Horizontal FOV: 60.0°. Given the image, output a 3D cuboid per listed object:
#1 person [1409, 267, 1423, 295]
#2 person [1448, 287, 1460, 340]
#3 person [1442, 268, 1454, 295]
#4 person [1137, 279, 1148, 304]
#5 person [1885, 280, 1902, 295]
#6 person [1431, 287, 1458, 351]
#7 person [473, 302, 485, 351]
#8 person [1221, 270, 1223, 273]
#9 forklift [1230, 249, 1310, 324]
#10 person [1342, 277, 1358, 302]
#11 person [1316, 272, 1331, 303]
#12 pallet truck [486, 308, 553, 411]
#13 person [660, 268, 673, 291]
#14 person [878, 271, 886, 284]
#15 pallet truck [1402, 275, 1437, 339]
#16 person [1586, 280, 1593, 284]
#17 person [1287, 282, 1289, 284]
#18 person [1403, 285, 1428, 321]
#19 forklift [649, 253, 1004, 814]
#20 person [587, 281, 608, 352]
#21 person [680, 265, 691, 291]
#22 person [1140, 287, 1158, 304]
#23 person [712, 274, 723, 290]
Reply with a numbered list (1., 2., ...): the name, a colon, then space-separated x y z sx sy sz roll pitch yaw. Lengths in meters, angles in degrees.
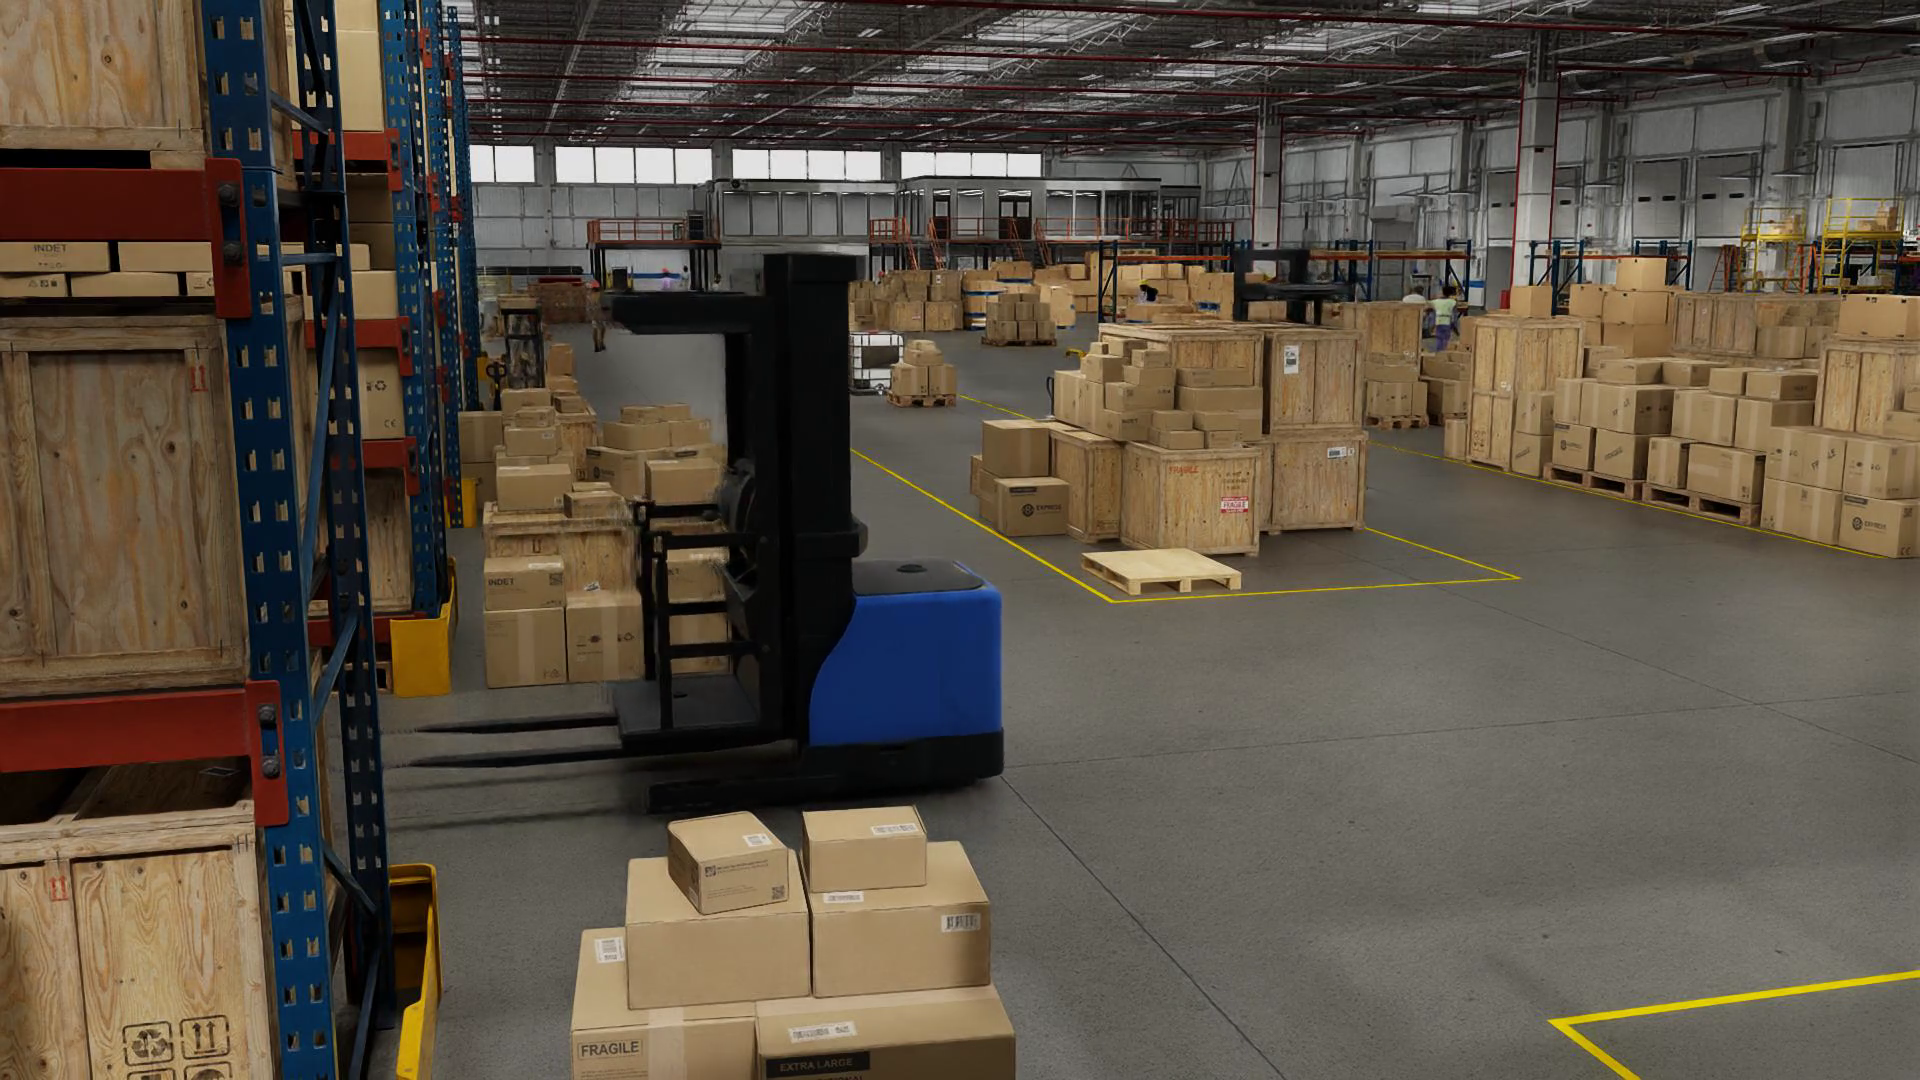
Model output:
1. person: 21.095 -11.641 76.870 0.631 1.907 0.811 0 10 2
2. person: 15.098 -6.970 51.149 0.873 1.639 0.524 -6 12 -32
3. person: 21.392 -10.960 72.941 0.553 1.938 0.447 8 13 37
4. person: 5.345 -6.632 48.419 0.370 1.929 0.585 -7 12 -34
5. person: 26.673 -6.474 47.503 0.551 1.935 0.375 -3 10 -16
6. person: 11.959 -5.290 40.973 0.603 1.878 0.956 5 11 27
7. person: -11.854 -5.202 40.700 0.545 1.816 0.974 1 10 5
8. person: 11.291 -10.653 71.329 0.947 1.877 0.599 -2 10 -13
9. forklift: 3.800 -2.203 20.645 1.129 2.768 1.873 -3 10 -15
10. person: 13.975 -8.549 59.633 0.632 1.805 0.927 -2 10 -11
11. person: 13.579 -9.061 62.200 0.642 1.919 0.445 5 11 26
12. pallet truck: -6.242 -2.418 24.362 0.823 1.965 1.885 1 10 3
13. person: -11.233 -9.363 63.608 0.456 2.027 0.609 9 13 42
14. person: -2.765 -8.656 59.694 0.375 1.996 0.611 7 12 35
15. pallet truck: 14.620 -7.324 52.145 0.823 1.965 1.885 8 13 40
16. person: 19.079 -6.982 50.643 0.517 1.842 0.325 -4 11 -24
17. person: 10.832 -7.634 54.725 0.495 1.710 0.859 3 11 18
18. person: 11.515 -5.522 42.285 0.705 1.879 0.794 2 10 14
19. forklift: -0.781 -0.118 8.840 1.873 2.768 1.129 -3 10 -15
20. person: -9.896 -6.110 45.490 0.569 1.910 0.727 0 10 1
21. person: -14.475 -13.554 87.779 0.605 1.869 0.569 -2 10 -11
22. person: 4.337 -4.843 38.249 0.597 1.935 0.653 -6 12 -30
23. person: -8.757 -8.674 60.200 0.328 1.861 0.501 7 12 34
